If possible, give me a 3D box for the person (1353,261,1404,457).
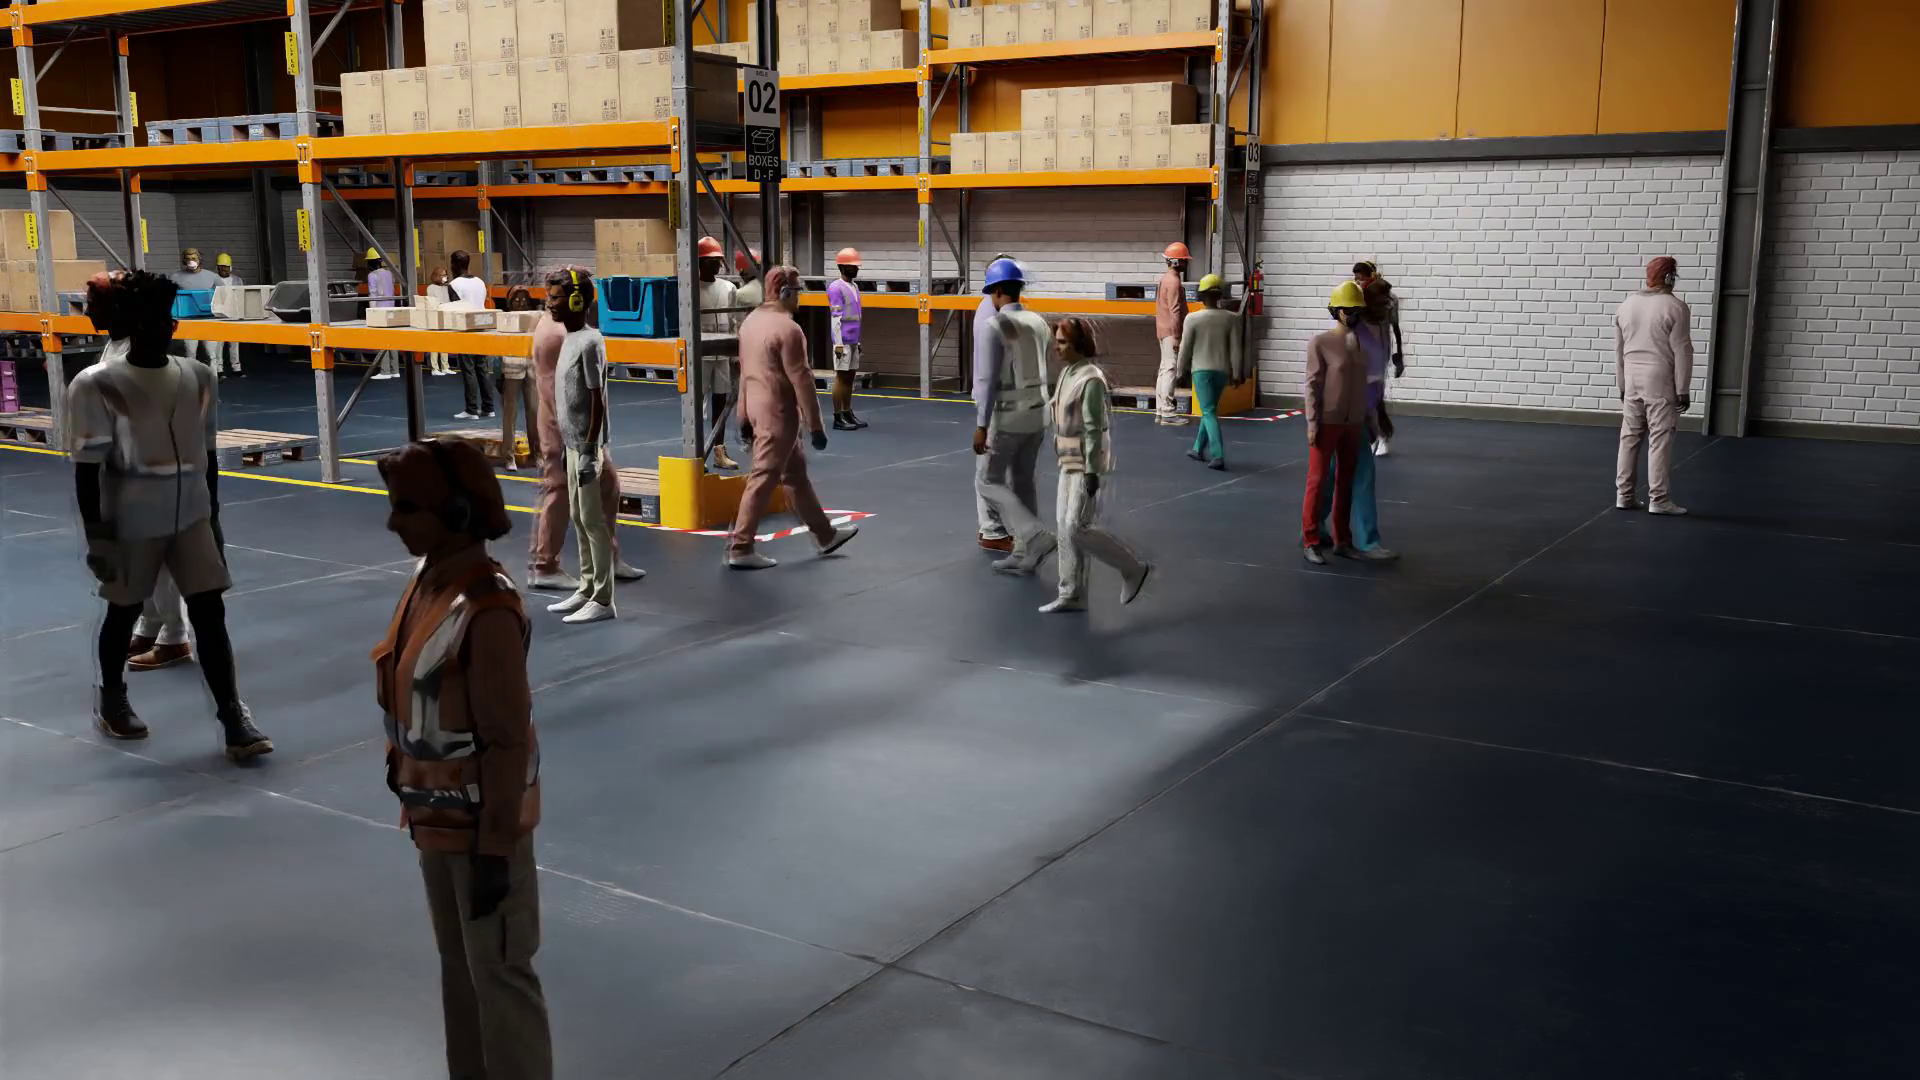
[{"bbox_3d":[3.844,-1.680,15.518,0.535,1.828,0.551,6,12,30],"label":"person"}]

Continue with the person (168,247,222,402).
[{"bbox_3d":[-9.491,-2.670,20.705,0.636,1.938,0.354,-5,11,-26],"label":"person"}]

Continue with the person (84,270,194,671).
[{"bbox_3d":[-3.897,-0.328,7.878,0.337,1.882,0.585,-9,14,-42],"label":"person"}]

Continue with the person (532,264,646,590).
[{"bbox_3d":[-2.141,-0.638,9.606,0.771,1.876,0.660,-1,10,-4],"label":"person"}]

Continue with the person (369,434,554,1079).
[{"bbox_3d":[-1.025,0.596,3.453,0.309,1.640,0.520,-7,12,-34],"label":"person"}]

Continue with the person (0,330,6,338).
[{"bbox_3d":[-13.793,-2.996,23.498,0.858,1.586,0.507,5,11,26],"label":"person"}]

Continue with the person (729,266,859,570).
[{"bbox_3d":[-1.033,-0.759,10.328,0.989,1.852,0.678,-5,12,-28],"label":"person"}]

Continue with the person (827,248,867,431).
[{"bbox_3d":[-1.182,-2.137,17.787,0.381,1.932,0.554,4,11,20],"label":"person"}]

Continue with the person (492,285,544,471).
[{"bbox_3d":[-3.866,-1.424,14.653,0.517,1.634,0.311,-8,13,-38],"label":"person"}]

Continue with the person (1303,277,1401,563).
[{"bbox_3d":[2.540,-0.774,10.635,0.750,1.792,0.612,5,11,24],"label":"person"}]

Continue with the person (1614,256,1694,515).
[{"bbox_3d":[5.149,-1.139,12.317,0.411,1.908,0.643,-6,12,-28],"label":"person"}]

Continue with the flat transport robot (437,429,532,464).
[{"bbox_3d":[-4.333,-0.887,15.452,1.431,0.197,0.652,6,12,32],"label":"flat transport robot"}]

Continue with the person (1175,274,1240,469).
[{"bbox_3d":[2.222,-1.516,14.917,0.540,1.714,0.904,-3,11,-18],"label":"person"}]

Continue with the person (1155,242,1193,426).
[{"bbox_3d":[2.344,-2.255,18.254,0.391,1.992,0.623,-1,10,-3],"label":"person"}]

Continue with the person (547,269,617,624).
[{"bbox_3d":[-2.028,-0.493,8.837,0.328,1.872,0.515,-5,11,-26],"label":"person"}]

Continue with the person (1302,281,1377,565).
[{"bbox_3d":[2.393,-0.732,10.449,0.523,1.769,0.319,-5,11,-24],"label":"person"}]

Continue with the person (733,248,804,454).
[{"bbox_3d":[-1.793,-1.723,15.437,0.619,1.953,0.843,-8,13,-38],"label":"person"}]

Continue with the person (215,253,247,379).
[{"bbox_3d":[-10.735,-3.274,24.359,0.404,1.829,0.591,8,13,38],"label":"person"}]

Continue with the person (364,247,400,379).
[{"bbox_3d":[-8.461,-3.302,24.278,0.402,1.919,0.588,2,10,11],"label":"person"}]

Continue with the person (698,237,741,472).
[{"bbox_3d":[-2.192,-1.619,14.585,0.608,2.048,0.368,-8,13,-38],"label":"person"}]

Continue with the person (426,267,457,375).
[{"bbox_3d":[-7.792,-3.283,24.981,0.282,1.625,0.492,5,12,27],"label":"person"}]

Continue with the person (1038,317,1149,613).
[{"bbox_3d":[0.711,-0.388,8.960,0.500,1.624,0.515,-2,11,-14],"label":"person"}]

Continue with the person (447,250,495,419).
[{"bbox_3d":[-5.574,-2.325,18.908,0.413,1.907,0.590,4,11,22],"label":"person"}]

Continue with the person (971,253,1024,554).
[{"bbox_3d":[0.260,-0.883,10.809,0.372,1.940,0.630,0,10,-1],"label":"person"}]

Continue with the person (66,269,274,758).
[{"bbox_3d":[-3.165,-0.098,6.539,1.030,1.911,0.637,7,13,36],"label":"person"}]

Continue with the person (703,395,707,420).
[{"bbox_3d":[-2.856,-2.122,18.548,0.504,1.622,0.299,3,11,15],"label":"person"}]

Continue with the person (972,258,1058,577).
[{"bbox_3d":[0.337,-0.707,9.898,0.541,1.914,0.654,7,13,35],"label":"person"}]
